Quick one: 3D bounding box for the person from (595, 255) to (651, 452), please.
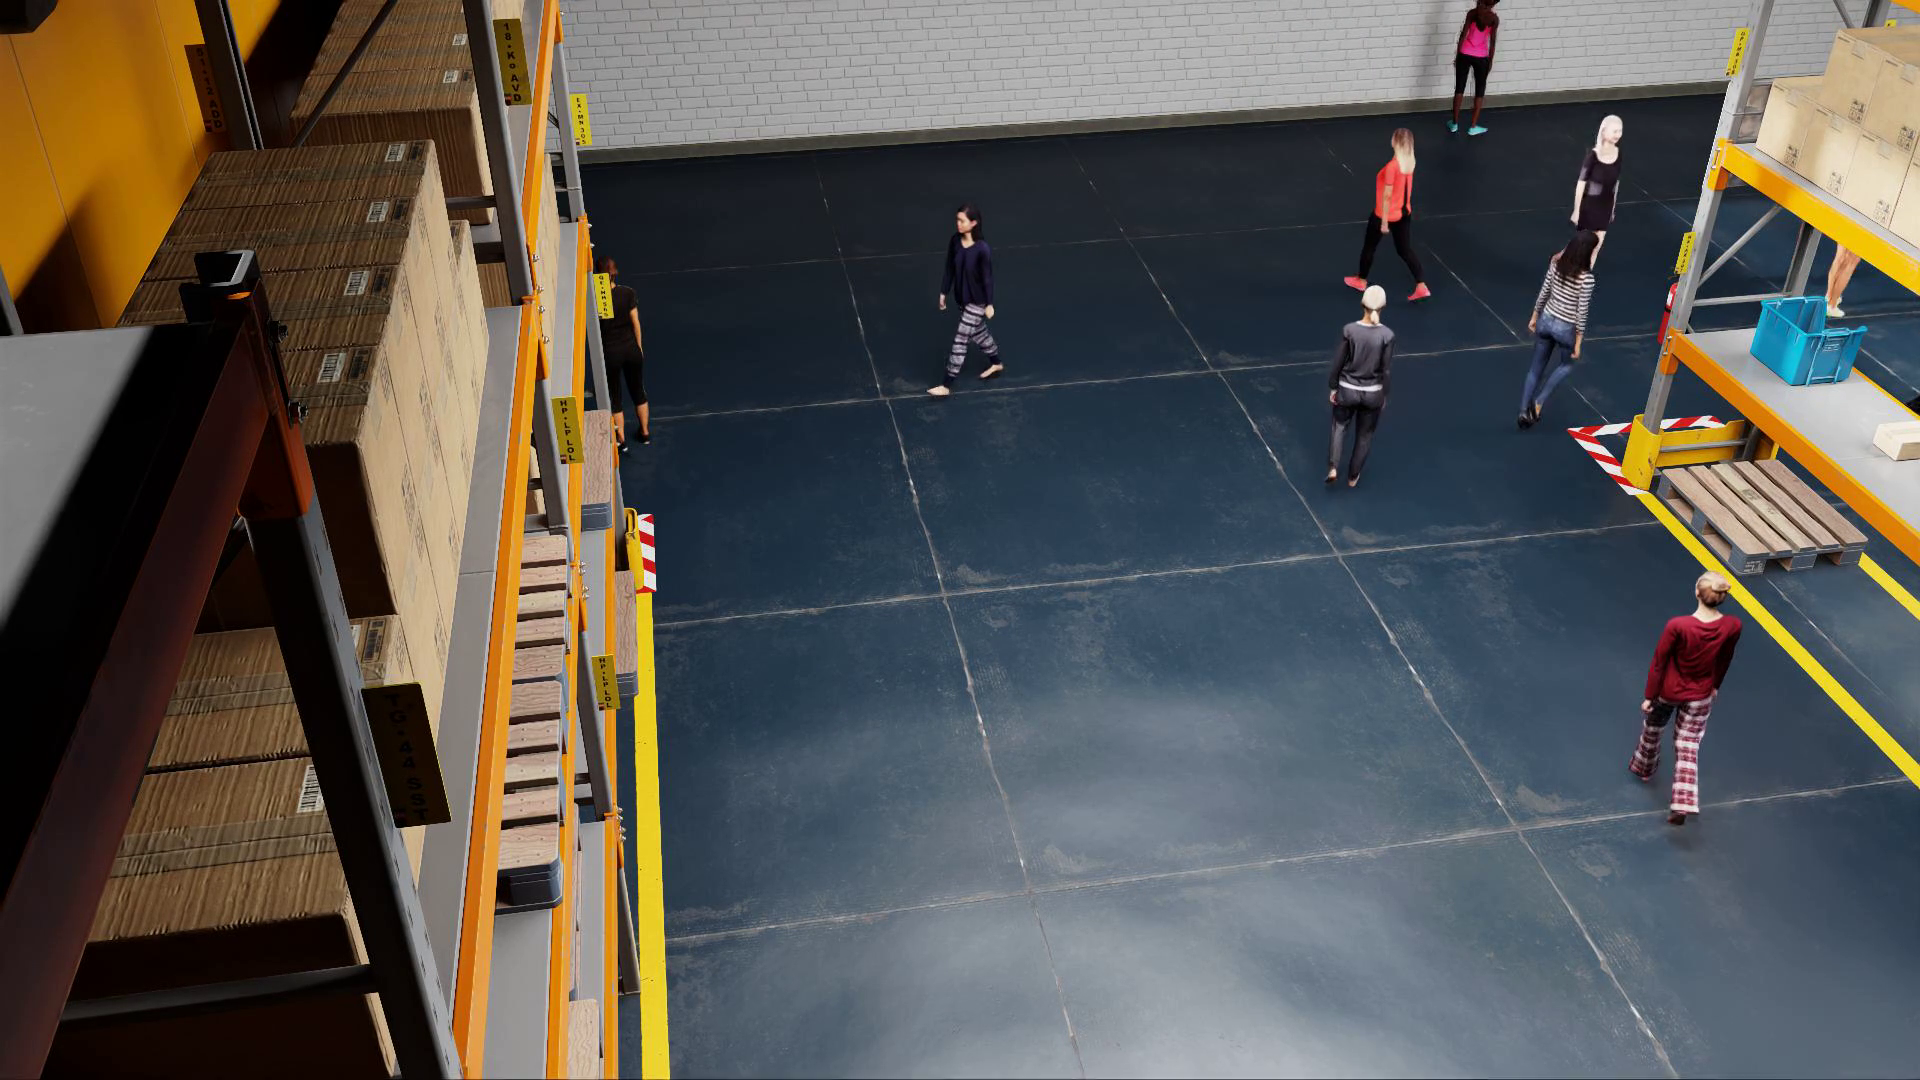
[{"bbox_3d":[-2.761,-1.514,13.424,0.642,1.668,0.613,-18,38,-25],"label":"person"}]

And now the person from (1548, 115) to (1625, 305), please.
[{"bbox_3d":[5.939,-3.145,15.743,0.681,1.818,0.843,-13,36,-19],"label":"person"}]

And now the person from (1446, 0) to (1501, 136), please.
[{"bbox_3d":[6.043,-5.682,19.657,0.759,1.711,0.787,9,35,13],"label":"person"}]

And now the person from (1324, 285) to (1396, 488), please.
[{"bbox_3d":[3.077,-1.122,12.792,0.782,1.716,0.852,11,35,17],"label":"person"}]

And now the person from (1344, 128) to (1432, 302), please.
[{"bbox_3d":[4.166,-3.016,15.694,1.003,1.657,1.211,-25,41,-32],"label":"person"}]

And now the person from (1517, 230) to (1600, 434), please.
[{"bbox_3d":[4.818,-1.639,13.518,0.899,1.773,0.778,-25,41,-33],"label":"person"}]

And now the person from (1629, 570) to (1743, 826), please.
[{"bbox_3d":[4.272,0.925,9.750,0.808,1.673,1.069,3,34,5],"label":"person"}]

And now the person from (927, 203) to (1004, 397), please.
[{"bbox_3d":[0.151,-2.078,14.261,1.042,1.682,1.126,-25,41,-32],"label":"person"}]
